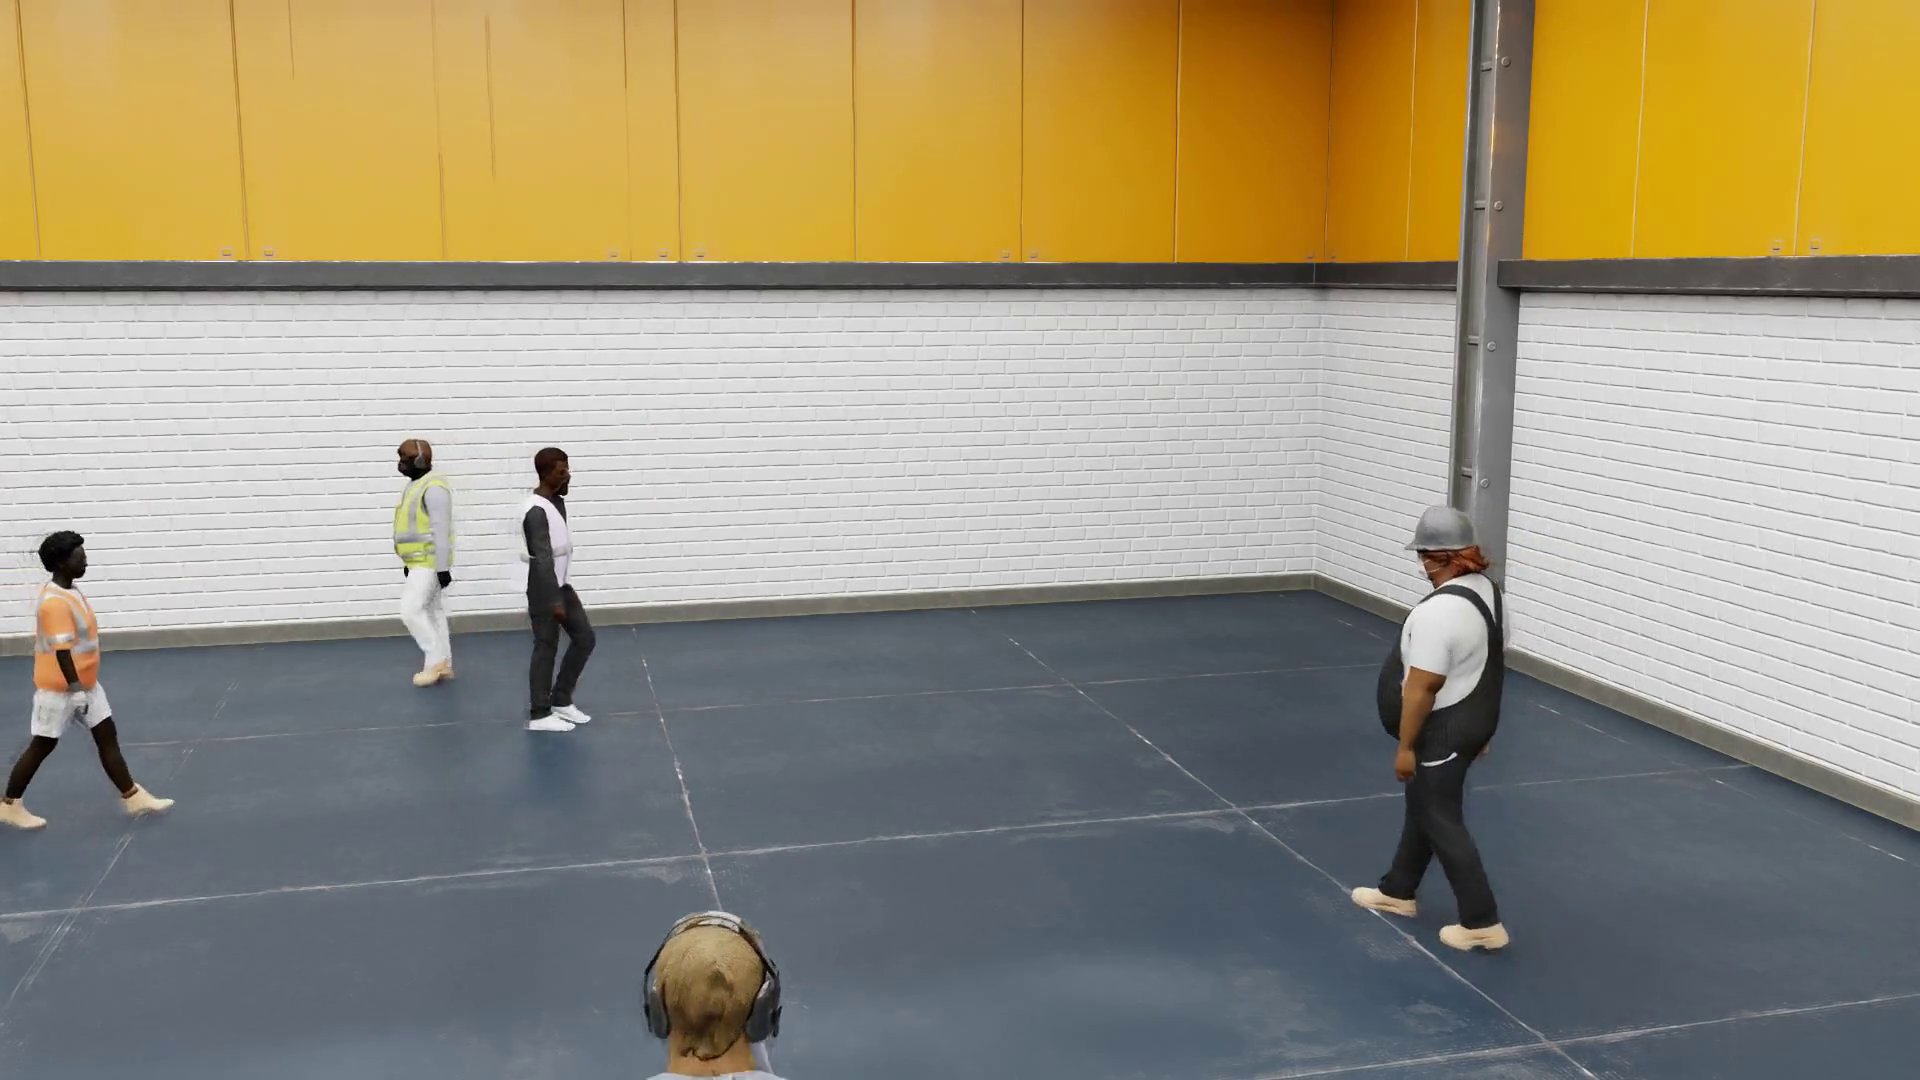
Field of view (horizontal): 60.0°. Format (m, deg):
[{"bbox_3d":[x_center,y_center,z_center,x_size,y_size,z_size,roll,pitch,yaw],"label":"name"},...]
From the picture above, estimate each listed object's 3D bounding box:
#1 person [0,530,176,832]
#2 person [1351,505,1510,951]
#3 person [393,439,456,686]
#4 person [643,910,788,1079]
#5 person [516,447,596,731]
[{"bbox_3d":[-4.862,0.766,9.060,0.888,1.649,0.543,-3,9,-15],"label":"person"},{"bbox_3d":[2.178,0.814,7.541,0.840,2.000,0.695,7,12,38],"label":"person"},{"bbox_3d":[-3.967,0.167,12.230,0.490,1.826,0.661,-6,11,-31],"label":"person"},{"bbox_3d":[-0.422,1.596,3.017,0.657,1.925,0.440,0,9,2],"label":"person"},{"bbox_3d":[-2.650,0.338,10.955,0.522,1.901,0.595,1,9,6],"label":"person"}]
